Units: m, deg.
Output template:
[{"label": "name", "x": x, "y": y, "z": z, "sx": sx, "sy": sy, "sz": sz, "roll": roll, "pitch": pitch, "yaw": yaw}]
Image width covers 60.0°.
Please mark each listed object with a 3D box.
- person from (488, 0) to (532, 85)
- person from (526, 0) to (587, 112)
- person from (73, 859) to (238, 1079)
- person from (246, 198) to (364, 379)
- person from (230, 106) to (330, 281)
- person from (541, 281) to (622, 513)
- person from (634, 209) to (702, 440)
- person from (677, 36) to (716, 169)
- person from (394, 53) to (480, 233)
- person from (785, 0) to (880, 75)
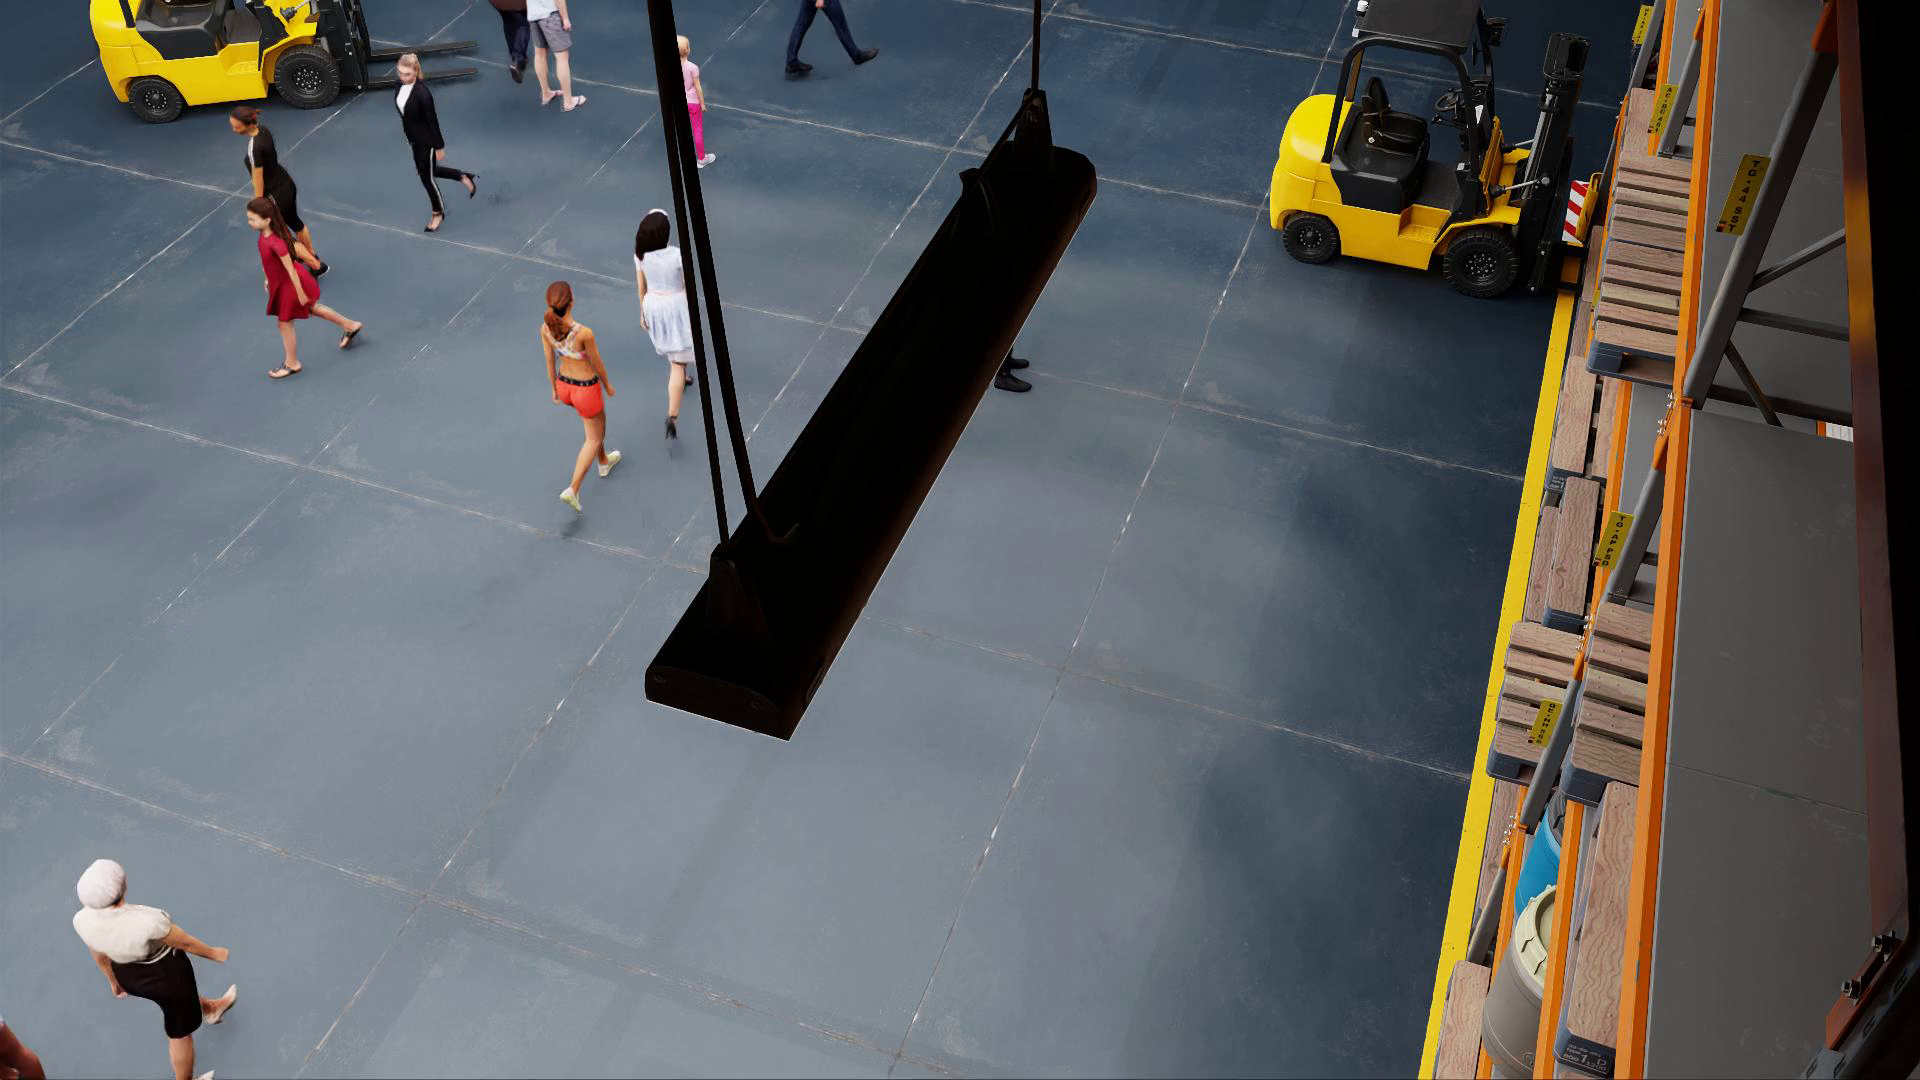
[{"label": "person", "x": -4.445, "y": -5.330, "z": 16.266, "sx": 0.940, "sy": 1.818, "sz": 1.124, "roll": 1, "pitch": 44, "yaw": 2}, {"label": "person", "x": -3.989, "y": -5.003, "z": 15.914, "sx": 0.703, "sy": 1.829, "sz": 0.639, "roll": 23, "pitch": 48, "yaw": 22}, {"label": "person", "x": -4.069, "y": 2.290, "z": 8.336, "sx": 0.712, "sy": 1.723, "sz": 0.976, "roll": 10, "pitch": 45, "yaw": 10}, {"label": "person", "x": -5.178, "y": -2.039, "z": 13.025, "sx": 1.082, "sy": 1.523, "sz": 0.936, "roll": -23, "pitch": 48, "yaw": -23}, {"label": "person", "x": -5.632, "y": -2.873, "z": 13.814, "sx": 0.814, "sy": 1.641, "sz": 0.726, "roll": 5, "pitch": 44, "yaw": 5}, {"label": "person", "x": -2.711, "y": -0.987, "z": 11.745, "sx": 0.604, "sy": 1.765, "sz": 1.042, "roll": 16, "pitch": 46, "yaw": 16}, {"label": "person", "x": -2.164, "y": -1.569, "z": 12.345, "sx": 0.838, "sy": 1.779, "sz": 1.247, "roll": 5, "pitch": 44, "yaw": 5}, {"label": "person", "x": -2.507, "y": -4.038, "z": 15.302, "sx": 0.475, "sy": 1.276, "sz": 0.502, "roll": 15, "pitch": 46, "yaw": 15}, {"label": "person", "x": -4.558, "y": -3.462, "z": 14.406, "sx": 0.970, "sy": 1.678, "sz": 0.820, "roll": -34, "pitch": 53, "yaw": -30}, {"label": "person", "x": -1.478, "y": -5.412, "z": 16.345, "sx": 1.234, "sy": 1.826, "sz": 1.185, "roll": -17, "pitch": 46, "yaw": -17}]
